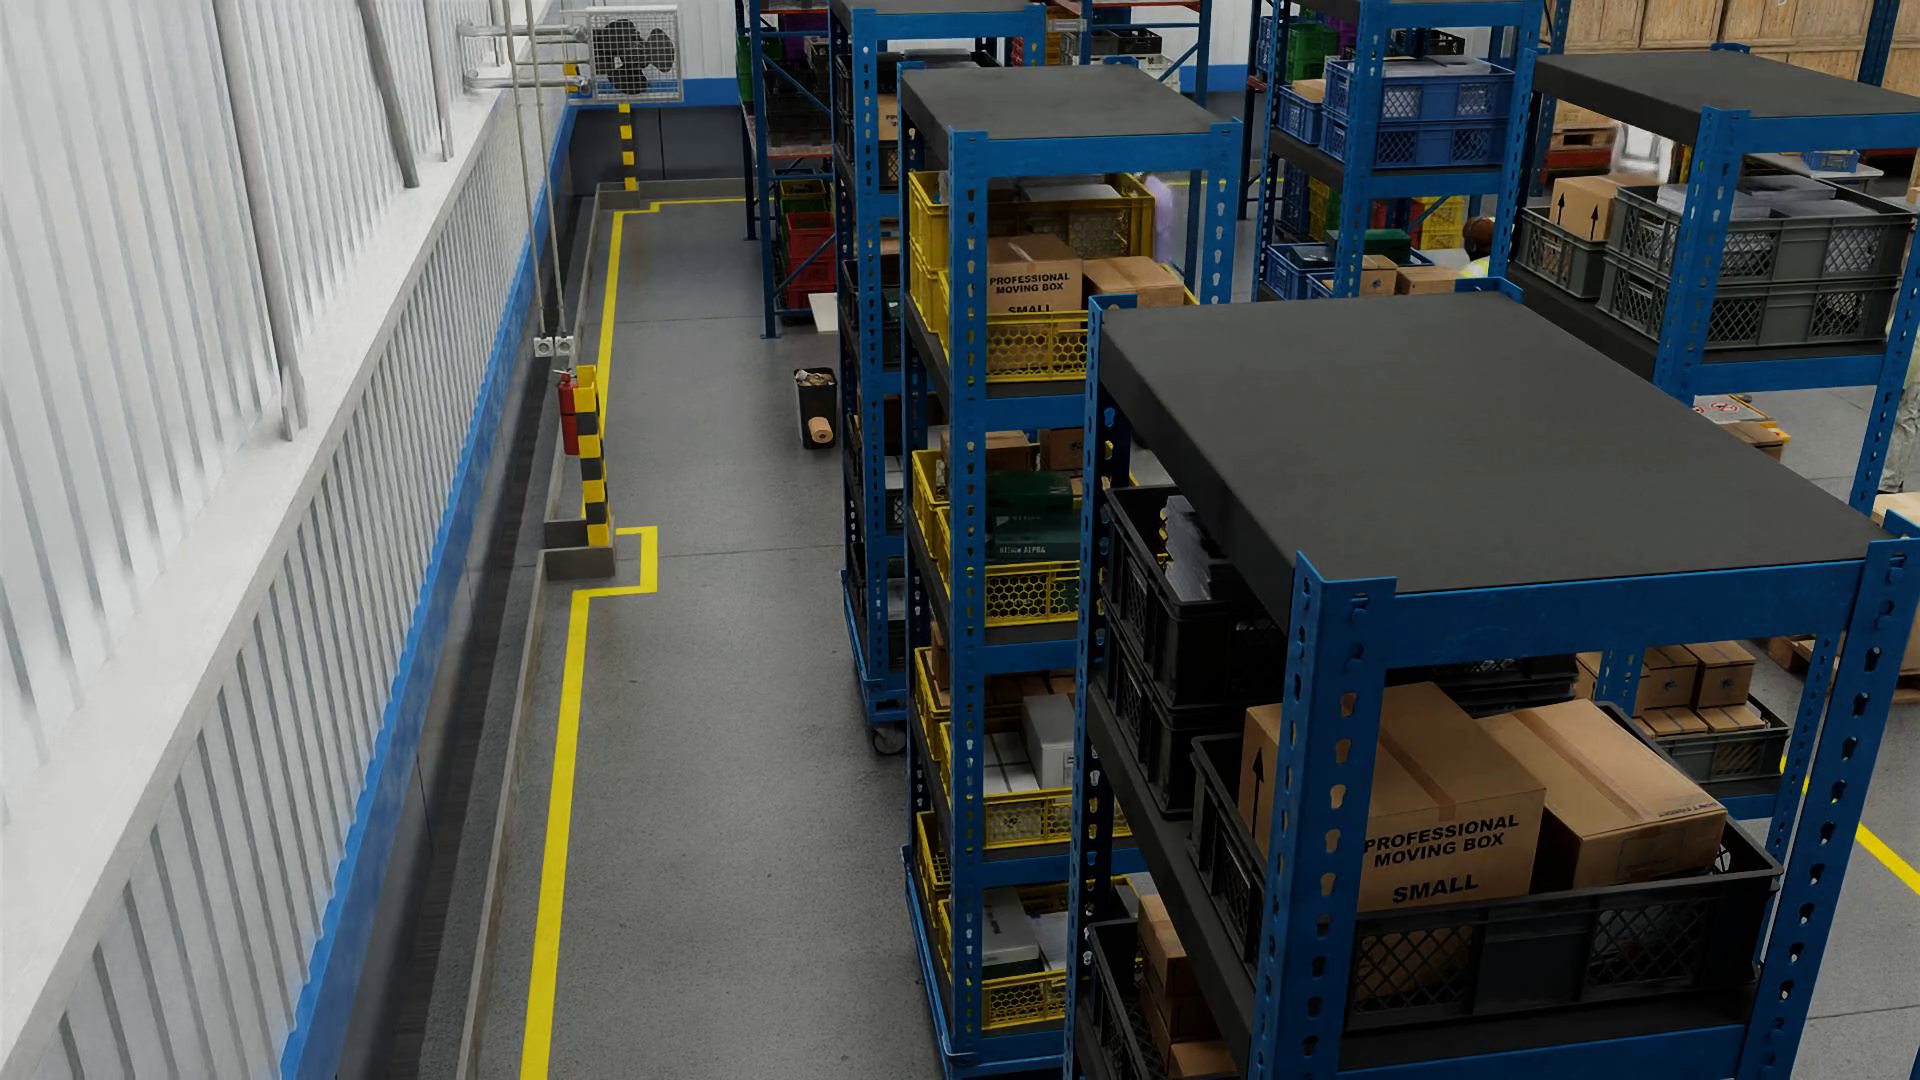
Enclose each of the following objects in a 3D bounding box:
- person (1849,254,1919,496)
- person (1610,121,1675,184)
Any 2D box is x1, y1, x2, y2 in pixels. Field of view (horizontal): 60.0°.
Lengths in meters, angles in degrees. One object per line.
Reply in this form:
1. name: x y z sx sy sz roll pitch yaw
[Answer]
1. person: 6.196 -1.121 10.858 0.403 1.823 0.586 19 31 35
2. person: 6.393 -3.360 15.724 0.628 1.834 1.007 21 32 38
